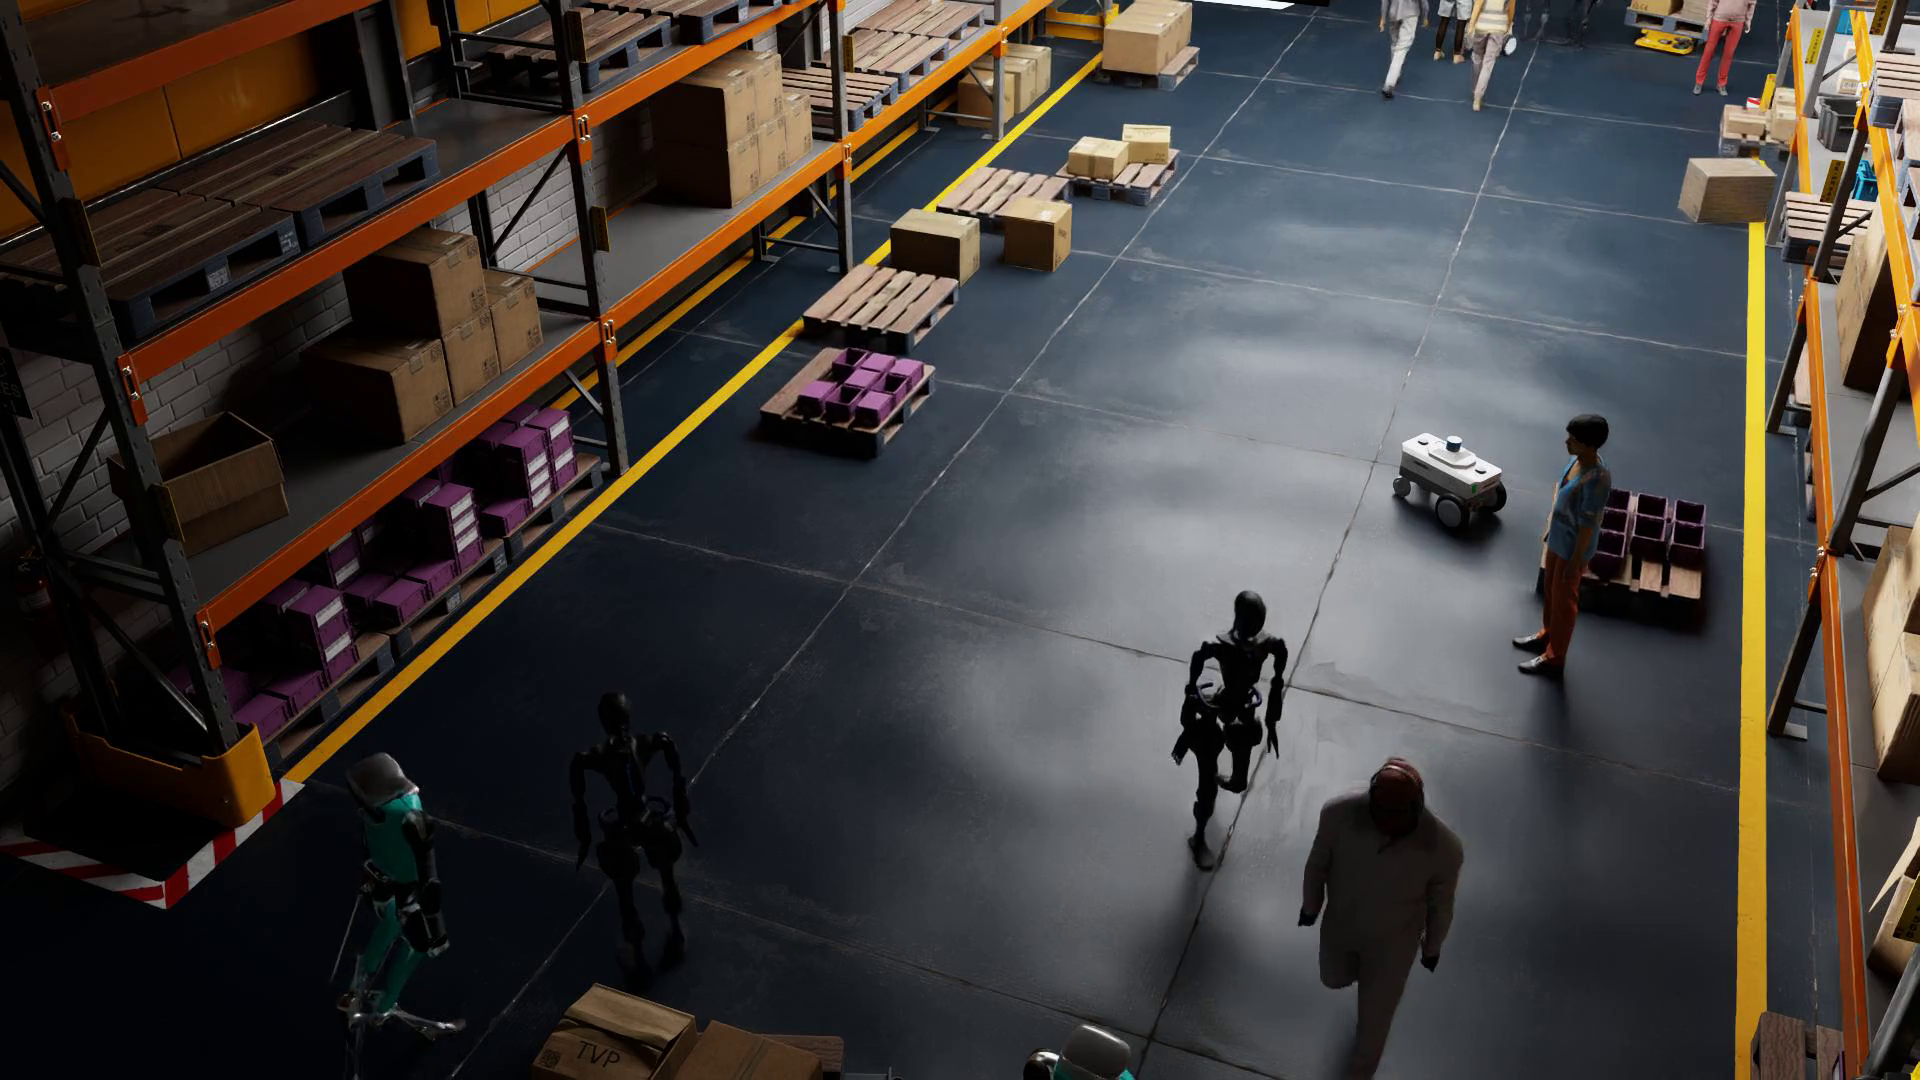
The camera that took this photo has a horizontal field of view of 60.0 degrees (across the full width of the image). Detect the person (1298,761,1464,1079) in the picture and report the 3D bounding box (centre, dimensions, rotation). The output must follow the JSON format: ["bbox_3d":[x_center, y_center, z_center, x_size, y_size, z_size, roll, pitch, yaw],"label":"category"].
[{"bbox_3d":[1.881,1.675,7.521,0.671,1.875,0.779,17,37,25],"label":"person"}]

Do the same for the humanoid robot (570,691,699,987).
[{"bbox_3d":[-1.570,1.440,8.070,0.597,1.652,0.361,-12,35,-18],"label":"humanoid robot"}]

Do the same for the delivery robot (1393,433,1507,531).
[{"bbox_3d":[3.551,-0.453,12.044,0.499,0.611,0.809,-22,39,-30],"label":"delivery robot"}]

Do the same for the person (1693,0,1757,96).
[{"bbox_3d":[9.130,-6.161,19.748,0.533,1.765,0.323,5,33,8],"label":"person"}]

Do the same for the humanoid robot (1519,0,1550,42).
[{"bbox_3d":[7.592,-7.315,21.620,0.608,1.660,0.316,9,34,13],"label":"humanoid robot"}]

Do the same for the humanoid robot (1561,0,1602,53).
[{"bbox_3d":[8.020,-7.085,21.282,0.386,1.637,0.599,-18,37,-25],"label":"humanoid robot"}]

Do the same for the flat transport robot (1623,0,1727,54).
[{"bbox_3d":[9.539,-6.705,21.969,0.659,0.231,1.431,26,41,34],"label":"flat transport robot"}]

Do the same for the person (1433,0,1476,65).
[{"bbox_3d":[6.256,-6.844,20.869,0.533,1.693,0.320,25,40,33],"label":"person"}]

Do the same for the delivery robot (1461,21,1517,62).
[{"bbox_3d":[6.766,-6.481,21.374,0.813,0.612,0.499,-20,38,-28],"label":"delivery robot"}]

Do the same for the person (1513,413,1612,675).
[{"bbox_3d":[3.711,0.023,10.187,0.339,1.759,0.499,2,33,3],"label":"person"}]

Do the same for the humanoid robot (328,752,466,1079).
[{"bbox_3d":[-2.688,1.838,7.463,0.562,1.837,0.811,25,40,33],"label":"humanoid robot"}]

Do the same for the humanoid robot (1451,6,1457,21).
[{"bbox_3d":[6.798,-7.797,22.413,0.716,1.910,0.552,-26,41,-35],"label":"humanoid robot"}]

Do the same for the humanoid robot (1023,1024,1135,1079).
[{"bbox_3d":[0.391,2.631,6.179,0.538,1.779,0.895,13,35,19],"label":"humanoid robot"}]

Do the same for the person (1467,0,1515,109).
[{"bbox_3d":[6.234,-6.007,19.548,0.461,1.722,0.843,13,35,20],"label":"person"}]

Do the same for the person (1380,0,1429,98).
[{"bbox_3d":[5.266,-6.246,19.810,0.520,1.858,0.966,21,38,29],"label":"person"}]

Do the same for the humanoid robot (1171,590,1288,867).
[{"bbox_3d":[1.398,0.931,8.865,0.590,1.634,0.614,-6,33,-9],"label":"humanoid robot"}]
